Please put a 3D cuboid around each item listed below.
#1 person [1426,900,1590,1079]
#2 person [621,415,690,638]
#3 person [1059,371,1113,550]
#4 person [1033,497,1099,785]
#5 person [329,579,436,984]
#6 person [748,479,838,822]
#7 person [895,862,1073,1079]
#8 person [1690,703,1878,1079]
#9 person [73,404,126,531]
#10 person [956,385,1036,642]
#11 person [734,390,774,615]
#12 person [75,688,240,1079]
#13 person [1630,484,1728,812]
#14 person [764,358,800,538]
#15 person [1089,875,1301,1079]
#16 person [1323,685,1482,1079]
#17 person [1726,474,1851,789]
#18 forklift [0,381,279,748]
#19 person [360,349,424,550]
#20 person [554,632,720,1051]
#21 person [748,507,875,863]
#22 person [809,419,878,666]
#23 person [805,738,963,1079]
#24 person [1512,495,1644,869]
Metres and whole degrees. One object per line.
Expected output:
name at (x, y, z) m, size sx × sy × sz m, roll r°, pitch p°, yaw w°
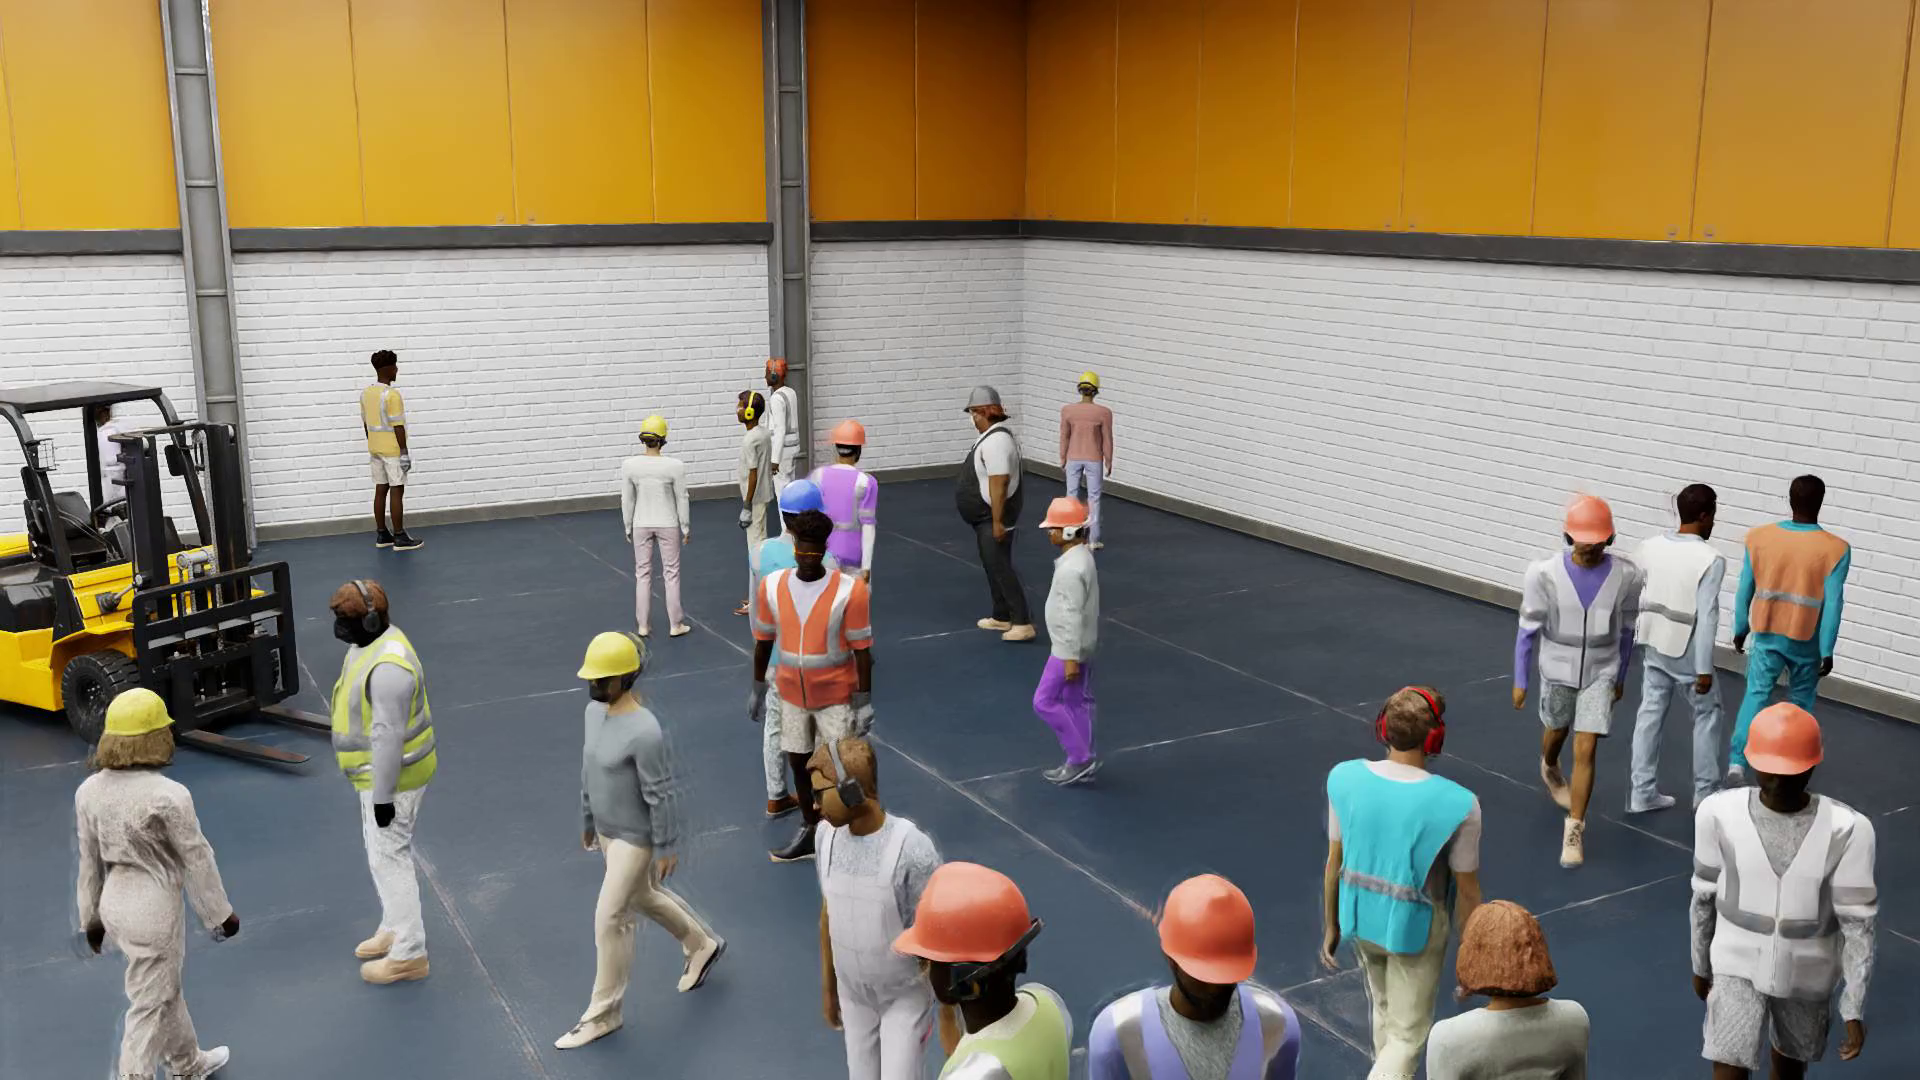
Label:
person at (1.479, 1.781, 4.597) m, size 0.504 × 1.627 × 0.275 m, roll -3°, pitch 13°, yaw -16°
person at (-2.385, -0.103, 13.092) m, size 0.533 × 1.768 × 0.310 m, roll 1°, pitch 12°, yaw 3°
person at (1.234, -0.775, 16.267) m, size 0.532 × 1.758 × 0.344 m, roll 4°, pitch 13°, yaw 16°
person at (0.625, 0.605, 9.824) m, size 0.375 × 1.736 × 0.593 m, roll 2°, pitch 12°, yaw 9°
person at (-2.597, 1.057, 7.505) m, size 0.432 × 1.832 × 0.678 m, roll -6°, pitch 13°, yaw -26°
person at (-0.888, 0.627, 9.240) m, size 0.614 × 1.945 × 0.404 m, roll 8°, pitch 14°, yaw 33°
person at (0.053, 1.725, 3.916) m, size 0.416 × 2.032 × 0.604 m, roll 5°, pitch 13°, yaw 21°
person at (2.728, 1.444, 5.584) m, size 0.563 × 1.885 × 1.012 m, roll 6°, pitch 14°, yaw 27°
person at (-7.083, -0.344, 13.901) m, size 0.479 × 1.921 × 0.570 m, roll -4°, pitch 13°, yaw -20°
person at (0.279, -0.250, 13.133) m, size 0.626 × 2.000 × 0.766 m, roll 0°, pitch 12°, yaw 0°
person at (-1.720, -0.313, 13.819) m, size 0.328 × 1.877 × 0.510 m, roll 1°, pitch 12°, yaw 7°
person at (-2.972, 1.387, 6.250) m, size 0.505 × 1.713 × 0.806 m, roll 5°, pitch 13°, yaw 22°
person at (4.167, 0.613, 9.417) m, size 0.749 × 1.894 × 0.608 m, roll -4°, pitch 13°, yaw -20°
person at (-1.738, -0.835, 16.243) m, size 0.338 × 1.882 × 0.582 m, roll 2°, pitch 12°, yaw 8°
person at (0.571, 1.706, 4.280) m, size 0.546 × 1.913 × 0.678 m, roll -2°, pitch 12°, yaw -8°
person at (1.541, 1.406, 5.914) m, size 0.578 × 1.815 × 0.881 m, roll 11°, pitch 16°, yaw 41°
person at (4.843, 0.548, 9.792) m, size 0.607 × 1.883 × 0.959 m, roll 11°, pitch 16°, yaw 42°
forklift at (-5.853, 0.085, 11.199) m, size 2.313 × 2.155 × 1.214 m, roll 7°, pitch 14°, yaw 28°
person at (-5.583, -0.881, 16.267) m, size 0.603 × 1.966 × 0.367 m, roll 9°, pitch 15°, yaw 37°
person at (-1.366, 1.206, 7.038) m, size 0.840 × 1.737 × 0.531 m, roll -10°, pitch 16°, yaw -40°
person at (-0.769, 0.779, 8.534) m, size 0.685 × 1.949 × 0.409 m, roll 4°, pitch 13°, yaw 17°
person at (-0.854, 0.098, 11.855) m, size 0.541 × 1.903 × 0.926 m, roll 3°, pitch 12°, yaw 15°
person at (-0.251, 1.520, 5.467) m, size 0.586 × 1.792 × 0.624 m, roll 8°, pitch 14°, yaw 32°
person at (3.325, 0.671, 9.033) m, size 0.623 × 1.974 × 1.060 m, roll 3°, pitch 12°, yaw 15°
